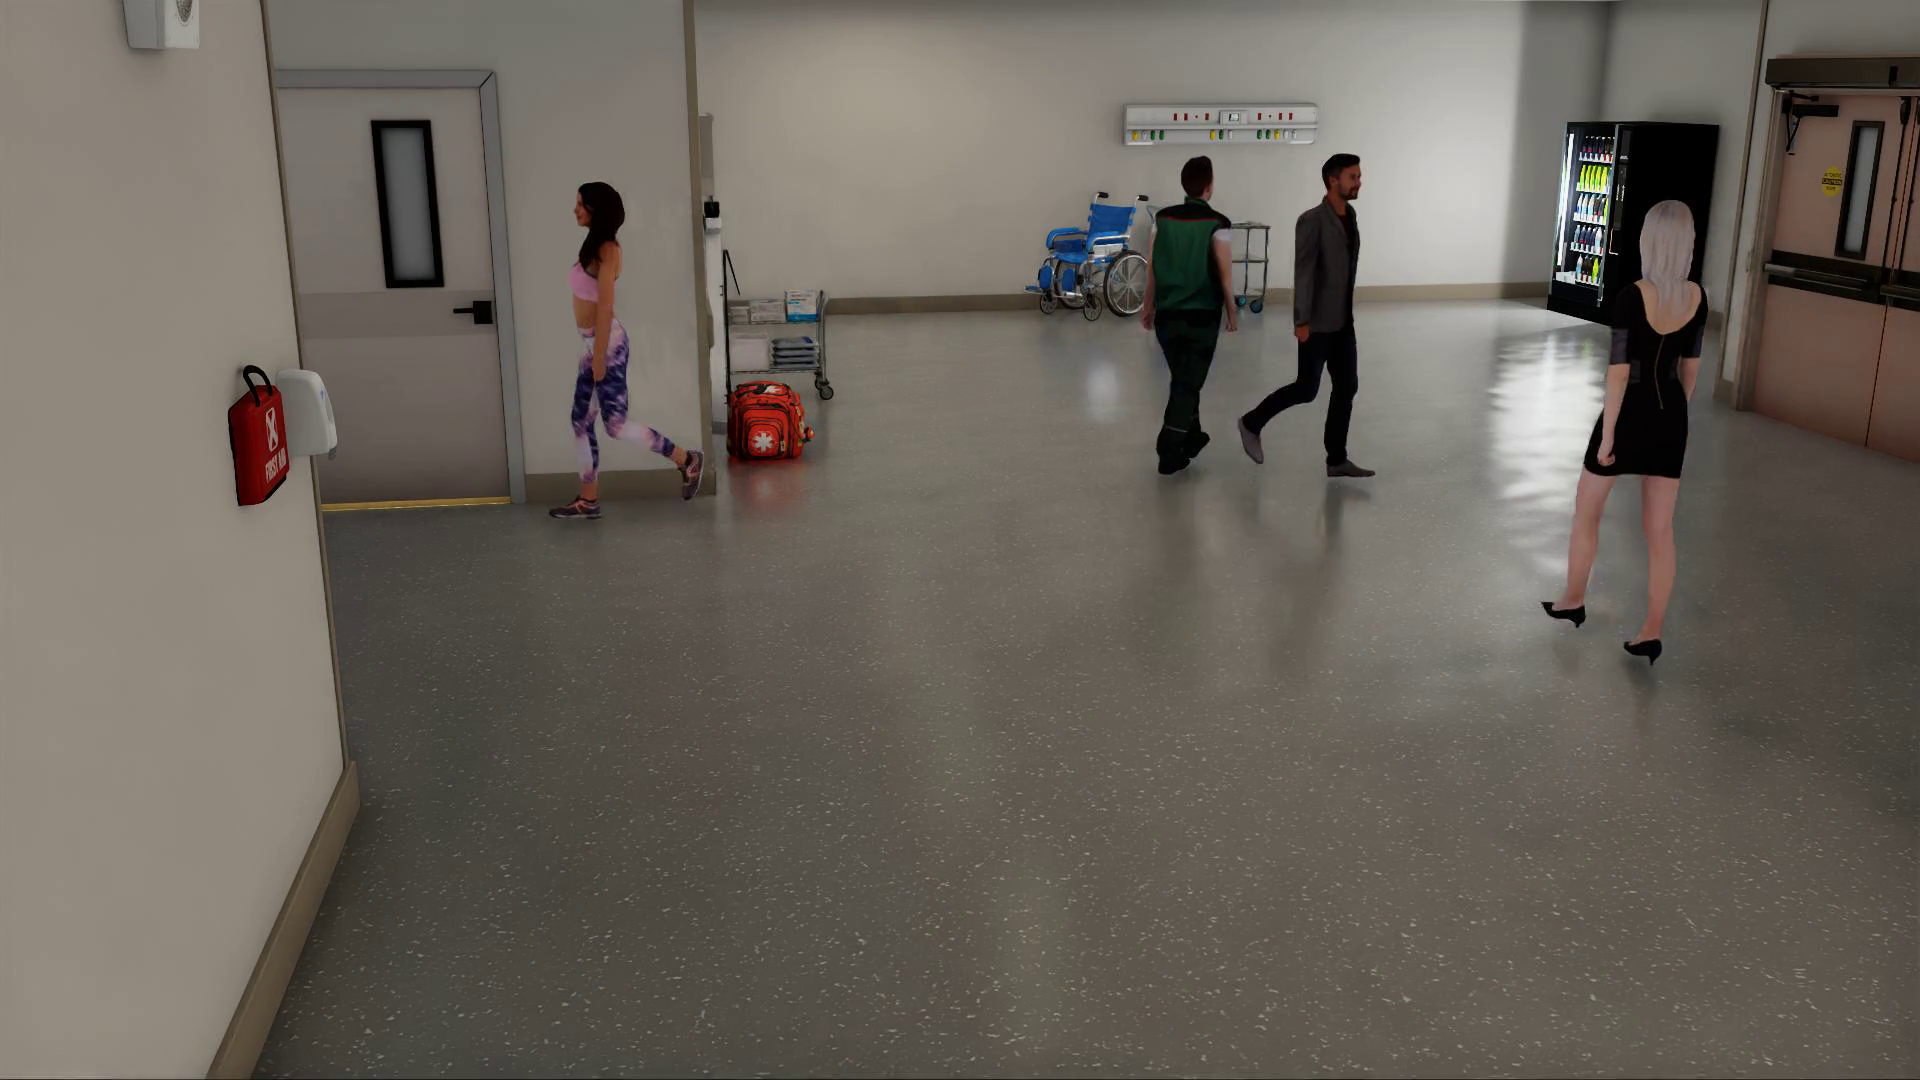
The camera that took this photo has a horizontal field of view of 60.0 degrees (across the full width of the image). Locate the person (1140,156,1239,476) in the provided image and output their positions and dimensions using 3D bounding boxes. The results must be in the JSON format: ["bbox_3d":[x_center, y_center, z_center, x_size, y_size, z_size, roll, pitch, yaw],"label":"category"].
[{"bbox_3d":[1.281,-1.278,9.657,1.009,1.814,1.059,11,19,34],"label":"person"}]

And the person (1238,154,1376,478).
[{"bbox_3d":[2.025,-1.271,9.580,1.197,1.848,1.073,14,21,41],"label":"person"}]

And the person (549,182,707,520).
[{"bbox_3d":[-1.763,-0.954,8.639,0.789,1.748,1.038,-6,17,-20],"label":"person"}]

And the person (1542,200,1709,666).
[{"bbox_3d":[2.727,-0.385,6.507,0.597,1.808,0.877,-3,16,-11],"label":"person"}]
